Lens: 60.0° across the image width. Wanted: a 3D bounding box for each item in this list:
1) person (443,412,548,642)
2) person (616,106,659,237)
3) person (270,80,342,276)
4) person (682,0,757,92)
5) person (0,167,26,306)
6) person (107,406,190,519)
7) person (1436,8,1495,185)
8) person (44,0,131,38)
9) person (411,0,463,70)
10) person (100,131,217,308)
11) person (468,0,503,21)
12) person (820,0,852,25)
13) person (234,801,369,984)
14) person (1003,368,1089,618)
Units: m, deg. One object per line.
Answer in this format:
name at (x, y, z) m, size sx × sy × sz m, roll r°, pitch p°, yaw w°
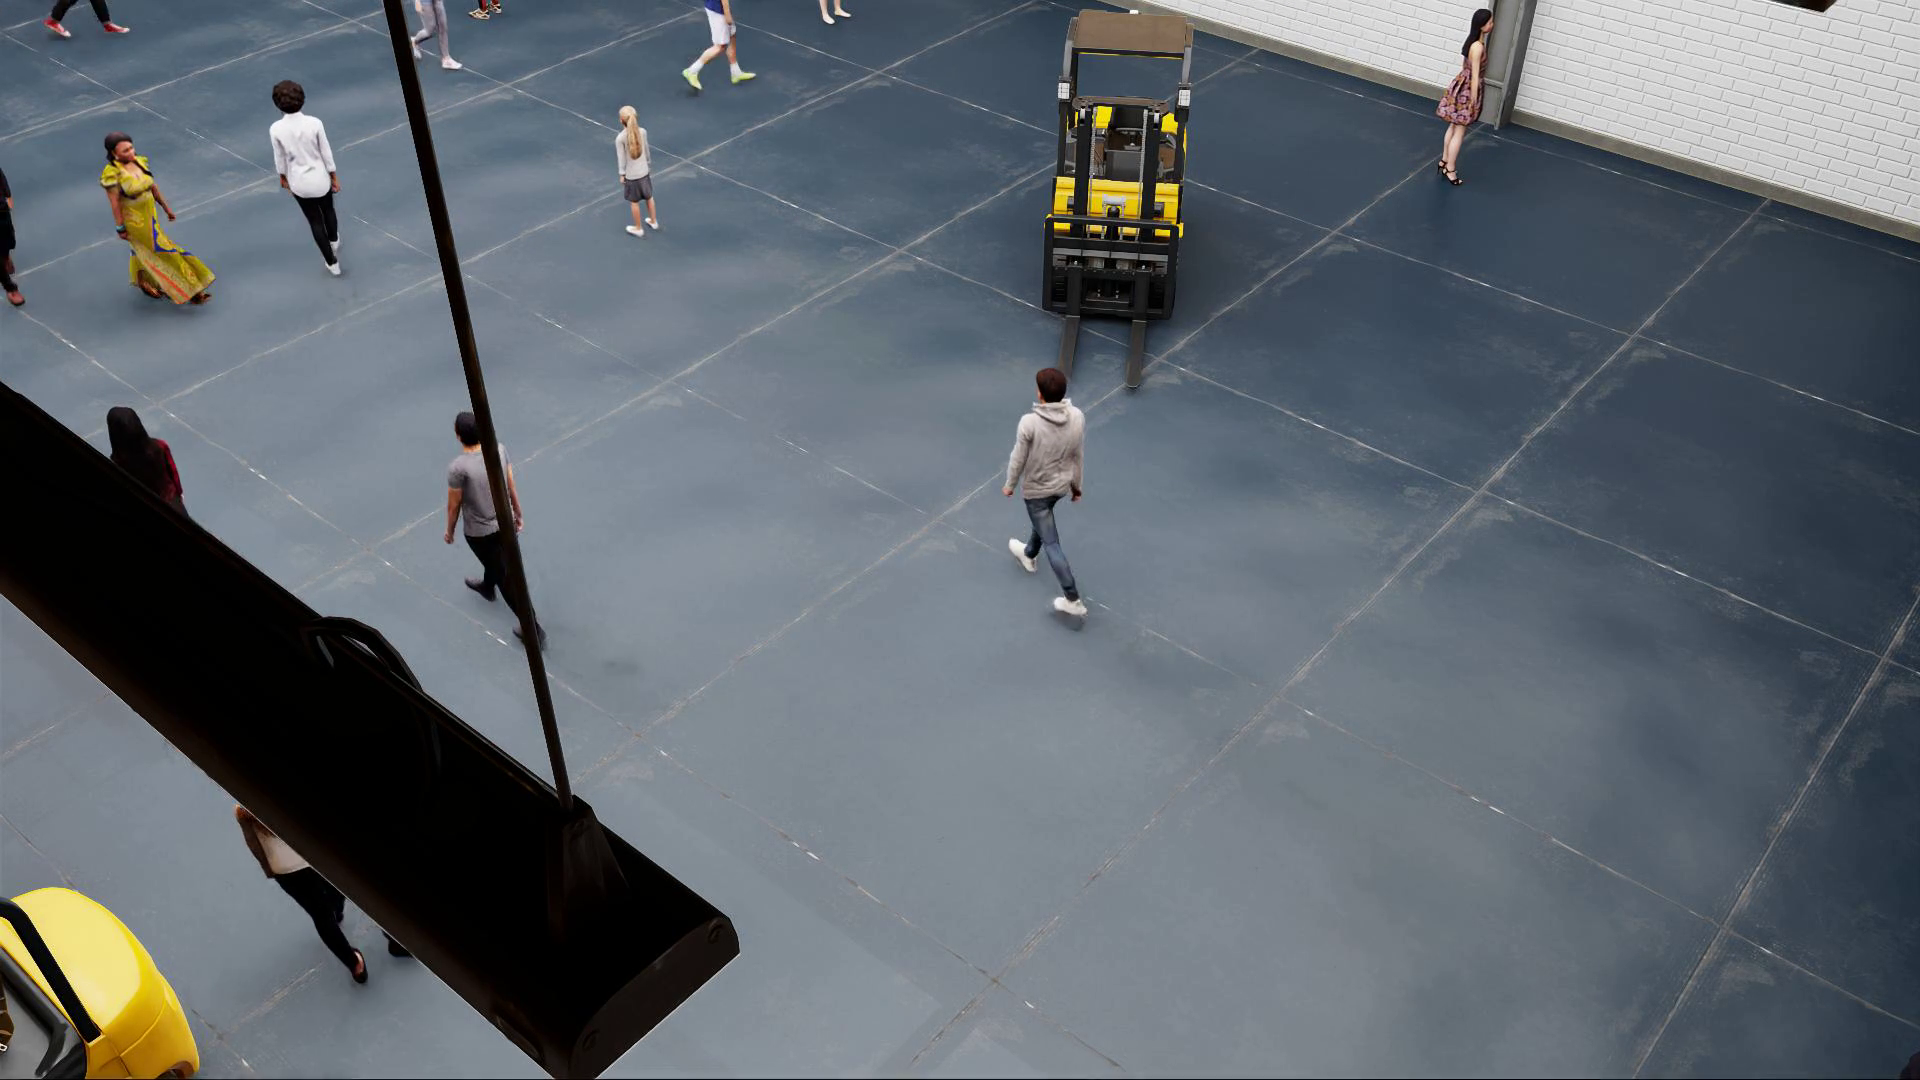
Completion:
person at (-3.100, -0.054, 11.140) m, size 1.160 × 1.712 × 0.715 m, roll 23°, pitch 44°, yaw 26°
person at (-3.093, -3.529, 15.841) m, size 0.522 × 1.275 × 0.533 m, roll -32°, pitch 48°, yaw -33°
person at (-5.883, -3.233, 15.067) m, size 0.910 × 1.779 × 1.091 m, roll -17°, pitch 42°, yaw -20°
person at (-2.731, -5.817, 18.278) m, size 1.032 × 1.810 × 1.138 m, roll -15°, pitch 41°, yaw -18°
person at (-8.700, -3.018, 14.730) m, size 0.793 × 1.864 × 1.013 m, roll -29°, pitch 47°, yaw -31°
person at (-5.405, -0.147, 11.336) m, size 1.073 × 1.614 × 0.646 m, roll 32°, pitch 48°, yaw 33°
person at (5.050, -4.418, 16.555) m, size 0.851 × 1.774 × 0.803 m, roll 2°, pitch 39°, yaw 2°
person at (-10.511, -6.721, 19.476) m, size 1.188 × 1.727 × 1.127 m, roll -3°, pitch 39°, yaw -4°
person at (-6.069, -6.111, 18.817) m, size 0.951 × 1.596 × 0.743 m, roll 13°, pitch 40°, yaw 16°
person at (-7.307, -2.827, 14.684) m, size 1.354 × 1.622 × 1.099 m, roll 8°, pitch 39°, yaw 10°
person at (-5.853, -7.214, 20.029) m, size 0.582 × 1.809 × 0.658 m, roll 20°, pitch 43°, yaw 24°
person at (-1.540, -7.080, 19.993) m, size 0.486 × 1.643 × 0.553 m, roll 30°, pitch 47°, yaw 32°
person at (-3.467, 1.772, 8.880) m, size 0.782 × 1.679 × 1.020 m, roll -23°, pitch 44°, yaw -26°
person at (0.638, -0.289, 11.353) m, size 0.913 × 1.814 × 1.312 m, roll -22°, pitch 44°, yaw -25°
